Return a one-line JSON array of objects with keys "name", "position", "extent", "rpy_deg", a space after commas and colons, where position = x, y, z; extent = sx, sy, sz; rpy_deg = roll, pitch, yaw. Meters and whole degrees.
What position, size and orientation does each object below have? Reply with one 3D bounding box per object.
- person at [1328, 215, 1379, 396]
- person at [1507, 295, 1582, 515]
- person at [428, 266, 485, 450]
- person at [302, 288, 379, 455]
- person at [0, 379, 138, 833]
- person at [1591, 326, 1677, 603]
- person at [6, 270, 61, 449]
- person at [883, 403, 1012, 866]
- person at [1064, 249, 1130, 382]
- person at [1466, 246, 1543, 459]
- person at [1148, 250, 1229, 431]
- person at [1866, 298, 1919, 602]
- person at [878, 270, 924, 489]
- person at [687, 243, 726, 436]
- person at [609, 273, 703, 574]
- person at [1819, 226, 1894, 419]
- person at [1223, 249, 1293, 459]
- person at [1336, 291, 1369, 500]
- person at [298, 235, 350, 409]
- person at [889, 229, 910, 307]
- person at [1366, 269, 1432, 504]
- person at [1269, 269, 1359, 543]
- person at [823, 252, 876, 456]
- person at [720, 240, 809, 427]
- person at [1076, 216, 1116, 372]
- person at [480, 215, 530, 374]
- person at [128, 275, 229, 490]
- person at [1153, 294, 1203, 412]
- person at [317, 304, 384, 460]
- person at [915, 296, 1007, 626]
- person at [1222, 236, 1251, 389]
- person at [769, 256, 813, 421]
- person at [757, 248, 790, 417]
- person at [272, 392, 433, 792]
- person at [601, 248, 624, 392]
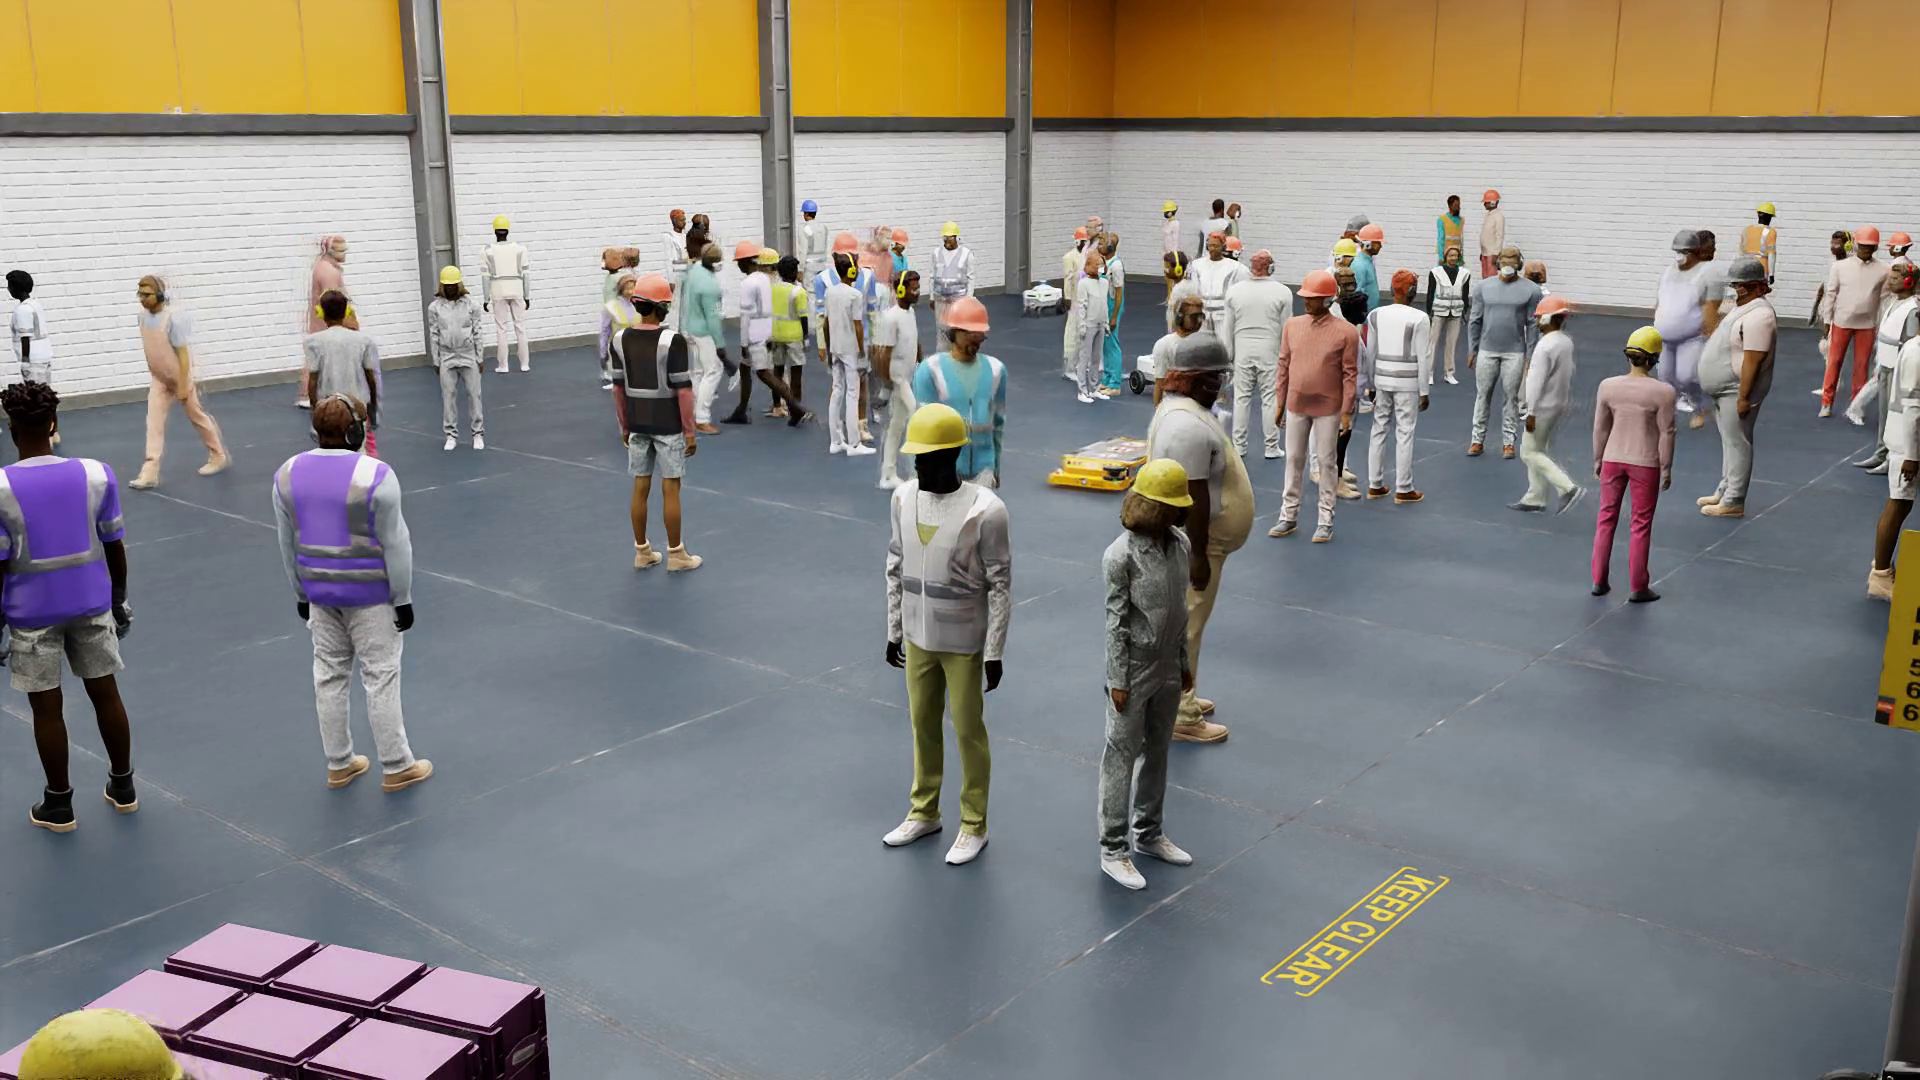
[{"name": "person", "position": [4.454, -2.652, 18.771], "extent": [0.535, 2.000, 0.683], "rpy_deg": [-6, 15, -21]}, {"name": "person", "position": [4.605, -1.032, 12.940], "extent": [0.533, 1.727, 0.572], "rpy_deg": [11, 18, 38]}, {"name": "person", "position": [-4.705, -1.699, 15.587], "extent": [0.480, 1.734, 0.334], "rpy_deg": [-3, 14, -13]}, {"name": "person", "position": [-4.620, -0.956, 12.415], "extent": [0.533, 1.833, 0.859], "rpy_deg": [-8, 16, -30]}, {"name": "person", "position": [-3.901, 0.285, 7.184], "extent": [0.361, 1.963, 0.614], "rpy_deg": [12, 19, 40]}, {"name": "person", "position": [4.310, -0.482, 10.657], "extent": [0.314, 1.769, 0.524], "rpy_deg": [-13, 19, -42]}, {"name": "person", "position": [-8.730, -1.698, 15.678], "extent": [0.319, 1.688, 0.539], "rpy_deg": [-4, 15, -16]}, {"name": "person", "position": [-0.075, 0.388, 6.854], "extent": [0.595, 1.925, 0.375], "rpy_deg": [10, 17, 35]}, {"name": "person", "position": [1.624, -2.645, 19.659], "extent": [0.884, 1.591, 0.526], "rpy_deg": [10, 17, 35]}, {"name": "person", "position": [4.965, -1.715, 15.239], "extent": [0.631, 1.939, 0.372], "rpy_deg": [6, 15, 22]}, {"name": "person", "position": [2.248, -1.902, 16.223], "extent": [0.775, 1.841, 0.545], "rpy_deg": [5, 15, 18]}, {"name": "person", "position": [6.119, -0.610, 10.620], "extent": [0.395, 2.034, 0.615], "rpy_deg": [8, 16, 30]}, {"name": "person", "position": [-0.359, -1.305, 13.781], "extent": [0.717, 1.848, 0.512], "rpy_deg": [3, 14, 13]}, {"name": "person", "position": [-2.518, -2.000, 16.500], "extent": [0.361, 1.896, 0.738], "rpy_deg": [-5, 15, -20]}, {"name": "person", "position": [-2.055, -0.781, 11.292], "extent": [0.607, 2.044, 0.376], "rpy_deg": [6, 15, 22]}, {"name": "person", "position": [9.299, -2.254, 17.278], "extent": [0.612, 1.993, 0.390], "rpy_deg": [5, 15, 19]}, {"name": "person", "position": [2.733, -1.692, 15.205], "extent": [0.640, 1.910, 0.401], "rpy_deg": [6, 15, 24]}, {"name": "person", "position": [3.181, -1.190, 13.625], "extent": [0.316, 1.697, 0.542], "rpy_deg": [2, 14, 8]}, {"name": "person", "position": [-6.723, -2.326, 17.850], "extent": [0.935, 1.859, 0.669], "rpy_deg": [-4, 15, -15]}, {"name": "person", "position": [-0.781, -3.012, 20.813], "extent": [0.346, 1.741, 0.562], "rpy_deg": [7, 16, 25]}, {"name": "person", "position": [3.536, -1.234, 13.427], "extent": [0.355, 1.882, 0.575], "rpy_deg": [-13, 19, -43]}, {"name": "person", "position": [2.587, -0.978, 12.176], "extent": [0.610, 1.993, 0.376], "rpy_deg": [9, 17, 32]}, {"name": "person", "position": [-1.047, -1.714, 15.384], "extent": [0.519, 1.864, 0.335], "rpy_deg": [13, 19, 43]}, {"name": "person", "position": [-1.985, -2.064, 16.755], "extent": [0.946, 1.893, 0.547], "rpy_deg": [4, 14, 14]}, {"name": "person", "position": [1.645, -3.039, 20.590], "extent": [0.409, 1.905, 0.651], "rpy_deg": [-6, 15, -23]}, {"name": "person", "position": [-5.573, -3.009, 20.425], "extent": [0.585, 1.929, 0.375], "rpy_deg": [-7, 16, -25]}, {"name": "person", "position": [-6.711, -1.365, 14.150], "extent": [0.515, 1.790, 1.018], "rpy_deg": [5, 15, 19]}, {"name": "person", "position": [1.589, -0.836, 11.909], "extent": [0.507, 1.847, 0.343], "rpy_deg": [-11, 18, -36]}, {"name": "person", "position": [-4.867, -1.072, 13.282], "extent": [0.507, 1.631, 0.265], "rpy_deg": [-6, 15, -23]}, {"name": "person", "position": [-0.008, -0.494, 10.197], "extent": [0.617, 2.025, 0.845], "rpy_deg": [-5, 15, -20]}, {"name": "person", "position": [3.131, -2.634, 19.281], "extent": [0.339, 1.752, 0.564], "rpy_deg": [-6, 15, -23]}, {"name": "person", "position": [-1.774, -2.079, 17.186], "extent": [0.540, 1.692, 0.317], "rpy_deg": [8, 16, 30]}, {"name": "person", "position": [-1.960, -2.168, 17.417], "extent": [0.339, 1.761, 0.524], "rpy_deg": [-4, 15, -16]}, {"name": "person", "position": [-2.764, 0.246, 7.594], "extent": [0.624, 1.845, 0.430], "rpy_deg": [4, 15, 15]}, {"name": "person", "position": [-3.935, -2.506, 19.009], "extent": [0.279, 1.635, 0.502], "rpy_deg": [-8, 16, -28]}]
